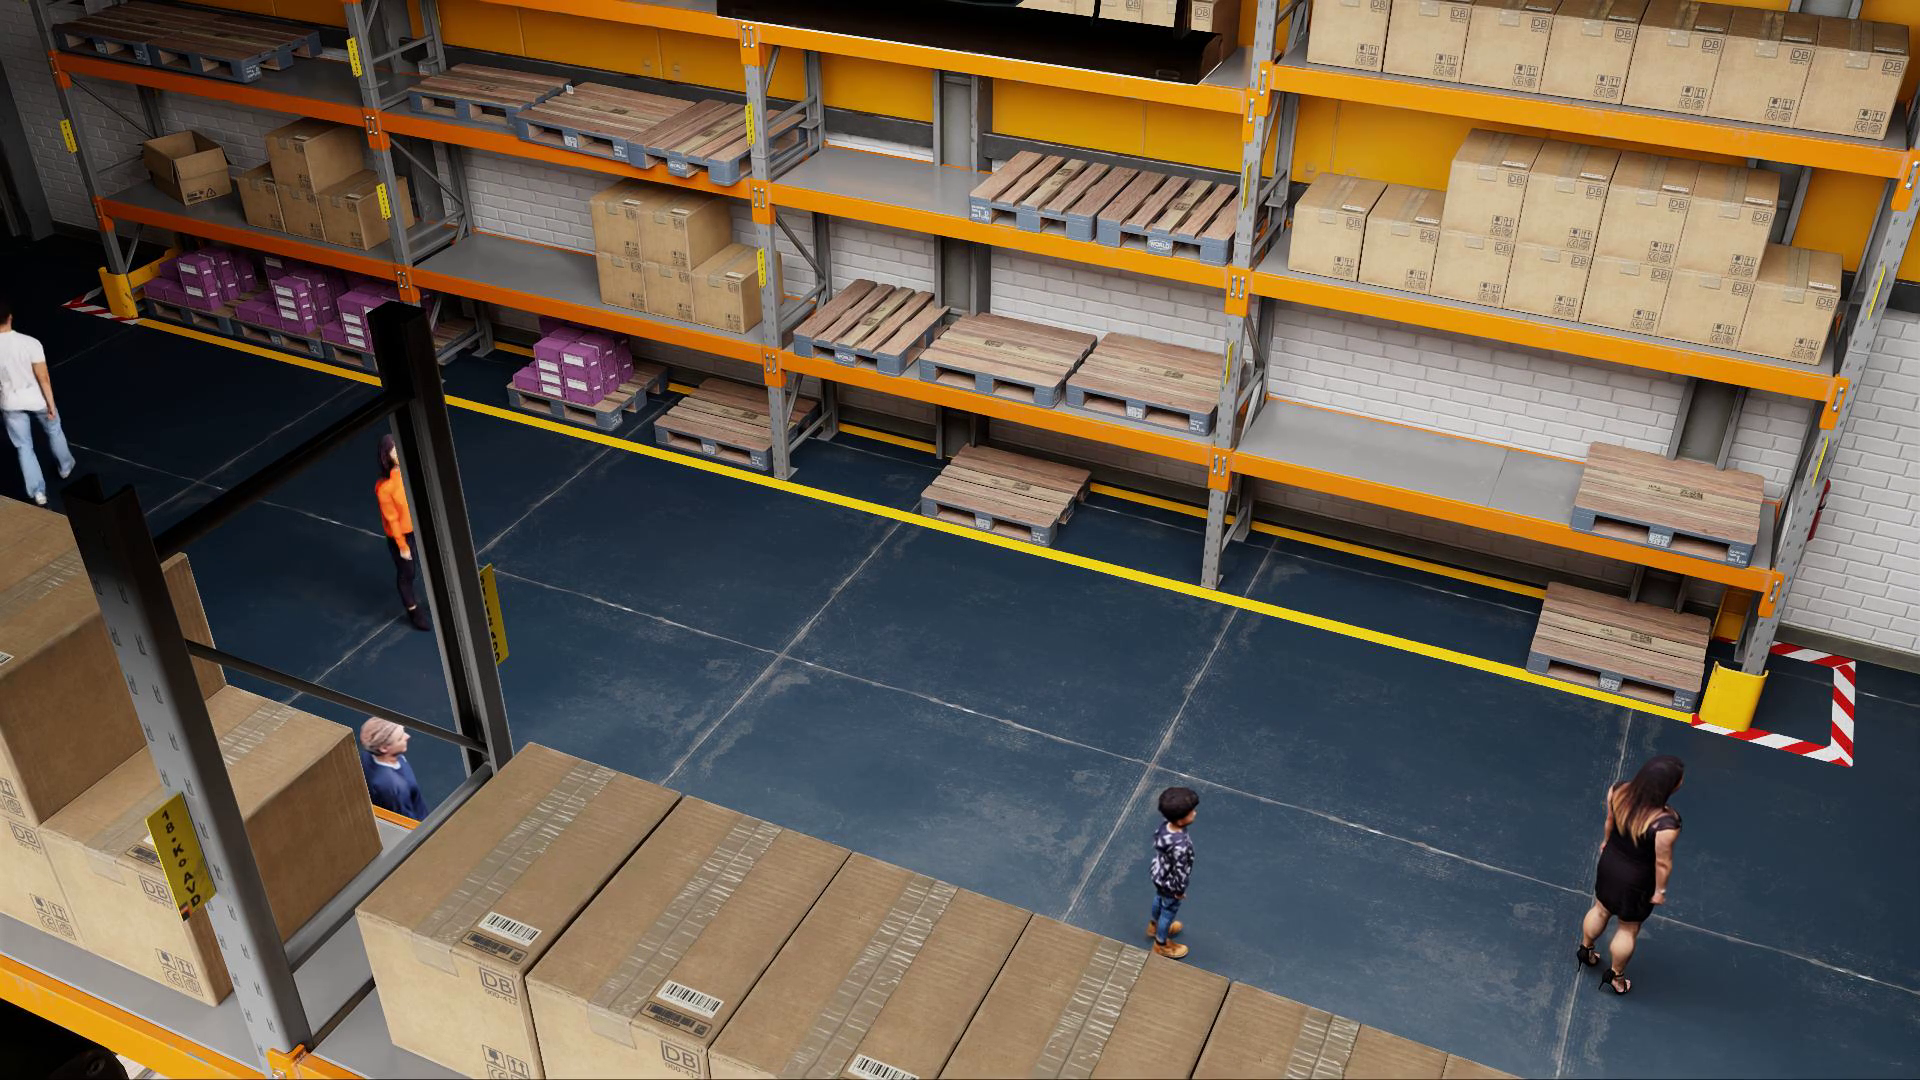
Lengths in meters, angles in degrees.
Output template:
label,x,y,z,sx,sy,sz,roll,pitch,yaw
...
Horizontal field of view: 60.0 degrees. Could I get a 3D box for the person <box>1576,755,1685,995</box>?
label,x,y,z,sx,sy,sz,roll,pitch,yaw
person,3.883,1.927,9.632,0.819,1.718,0.745,-14,36,-20

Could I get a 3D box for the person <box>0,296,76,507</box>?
label,x,y,z,sx,sy,sz,roll,pitch,yaw
person,-7.976,-1.143,14.148,1.154,1.831,1.219,-12,35,-17

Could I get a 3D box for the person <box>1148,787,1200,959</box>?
label,x,y,z,sx,sy,sz,roll,pitch,yaw
person,1.267,1.980,9.977,0.586,1.248,0.560,-2,34,-3

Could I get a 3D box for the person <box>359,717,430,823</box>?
label,x,y,z,sx,sy,sz,roll,pitch,yaw
person,-3.251,1.759,9.751,0.794,1.867,0.685,-18,37,-24

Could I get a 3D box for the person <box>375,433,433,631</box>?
label,x,y,z,sx,sy,sz,roll,pitch,yaw
person,-4.229,-0.061,12.609,0.729,1.734,0.655,19,38,27
